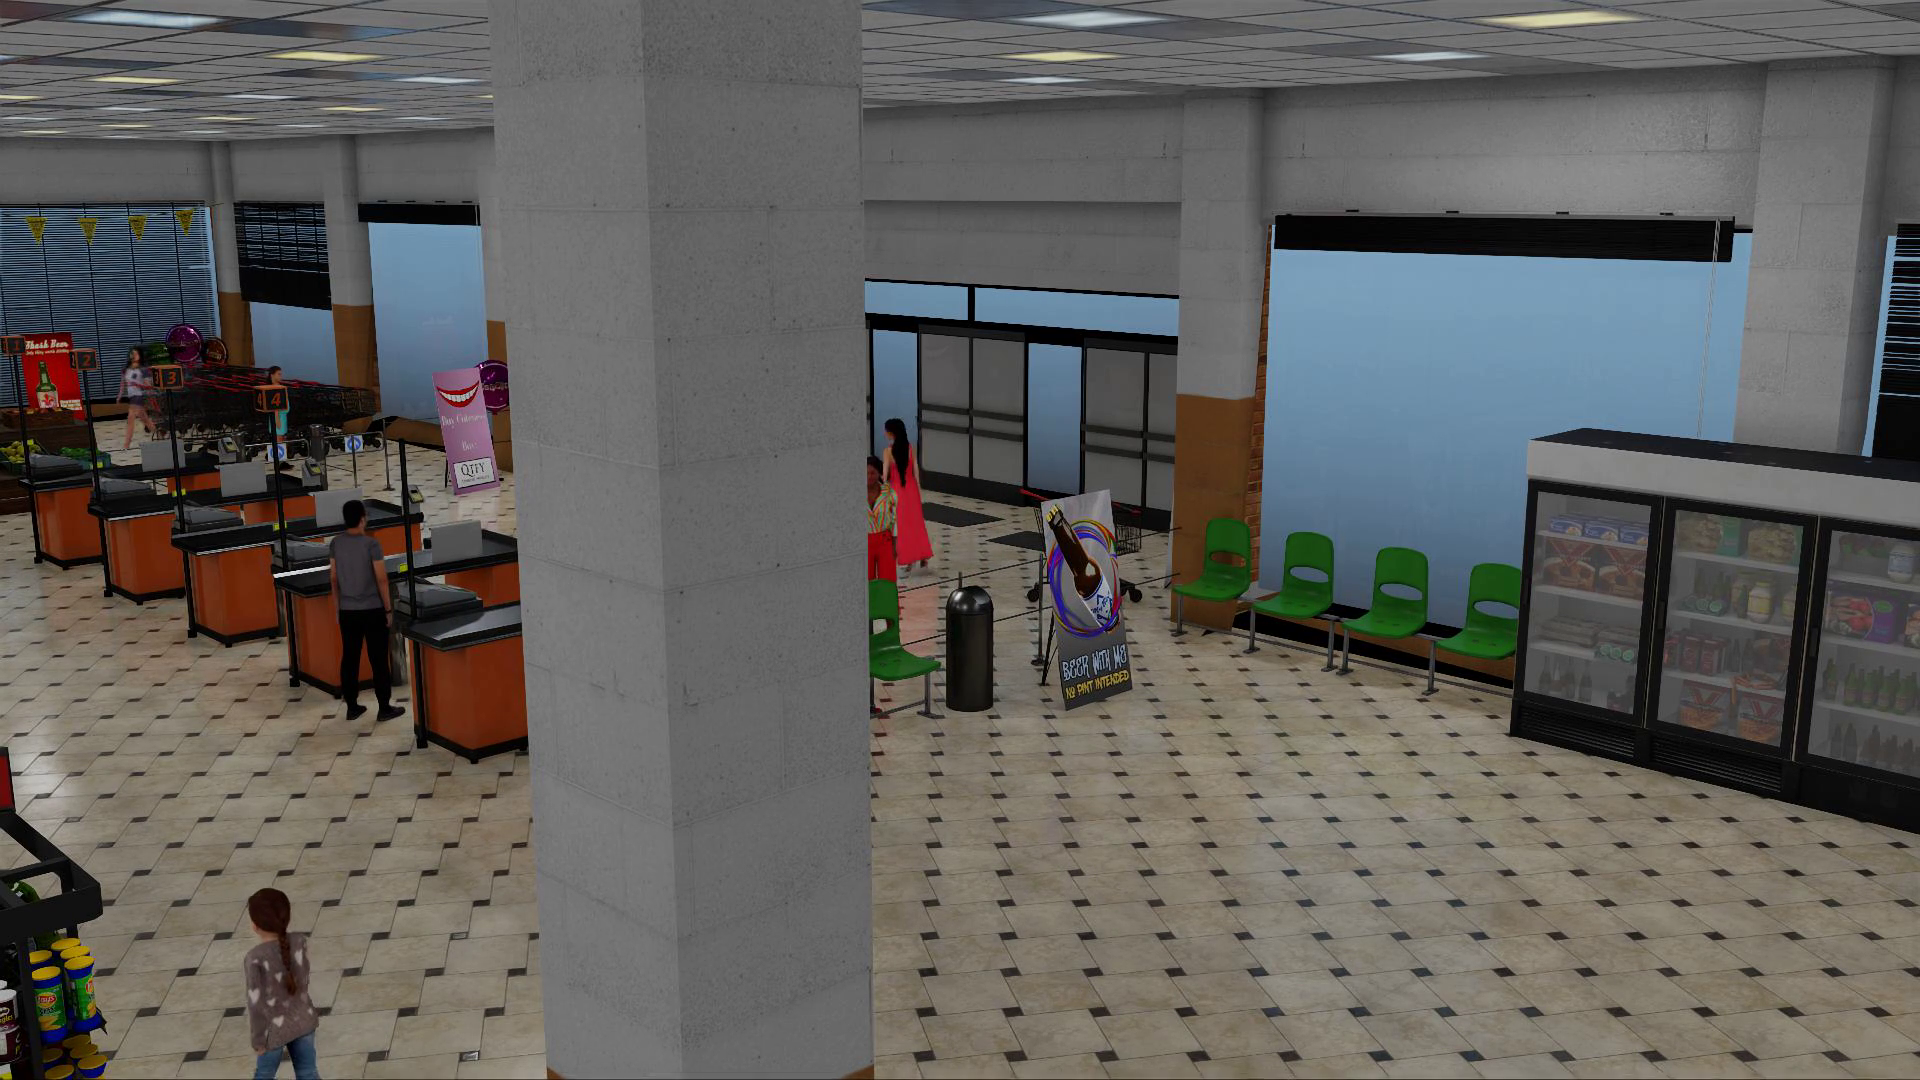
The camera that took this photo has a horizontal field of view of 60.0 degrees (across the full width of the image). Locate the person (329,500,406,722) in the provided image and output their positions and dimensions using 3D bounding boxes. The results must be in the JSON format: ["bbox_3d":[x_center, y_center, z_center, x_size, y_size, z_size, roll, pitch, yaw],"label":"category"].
[{"bbox_3d":[-4.709,0.548,13.094,0.701,1.754,0.720,2,12,10],"label":"person"}]

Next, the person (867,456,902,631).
[{"bbox_3d":[-0.757,0.123,15.020,0.669,1.791,0.720,0,12,2],"label":"person"}]

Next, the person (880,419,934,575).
[{"bbox_3d":[-0.582,-0.448,17.995,0.710,1.684,0.882,-3,12,-15],"label":"person"}]

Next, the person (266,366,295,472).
[{"bbox_3d":[-10.175,-1.821,24.818,0.678,1.558,0.640,-2,12,-11],"label":"person"}]

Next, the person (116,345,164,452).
[{"bbox_3d":[-13.132,-2.262,26.692,0.906,1.649,1.233,5,13,24],"label":"person"}]

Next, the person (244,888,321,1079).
[{"bbox_3d":[-2.879,2.097,7.162,0.580,1.168,0.736,10,15,39],"label":"person"}]
